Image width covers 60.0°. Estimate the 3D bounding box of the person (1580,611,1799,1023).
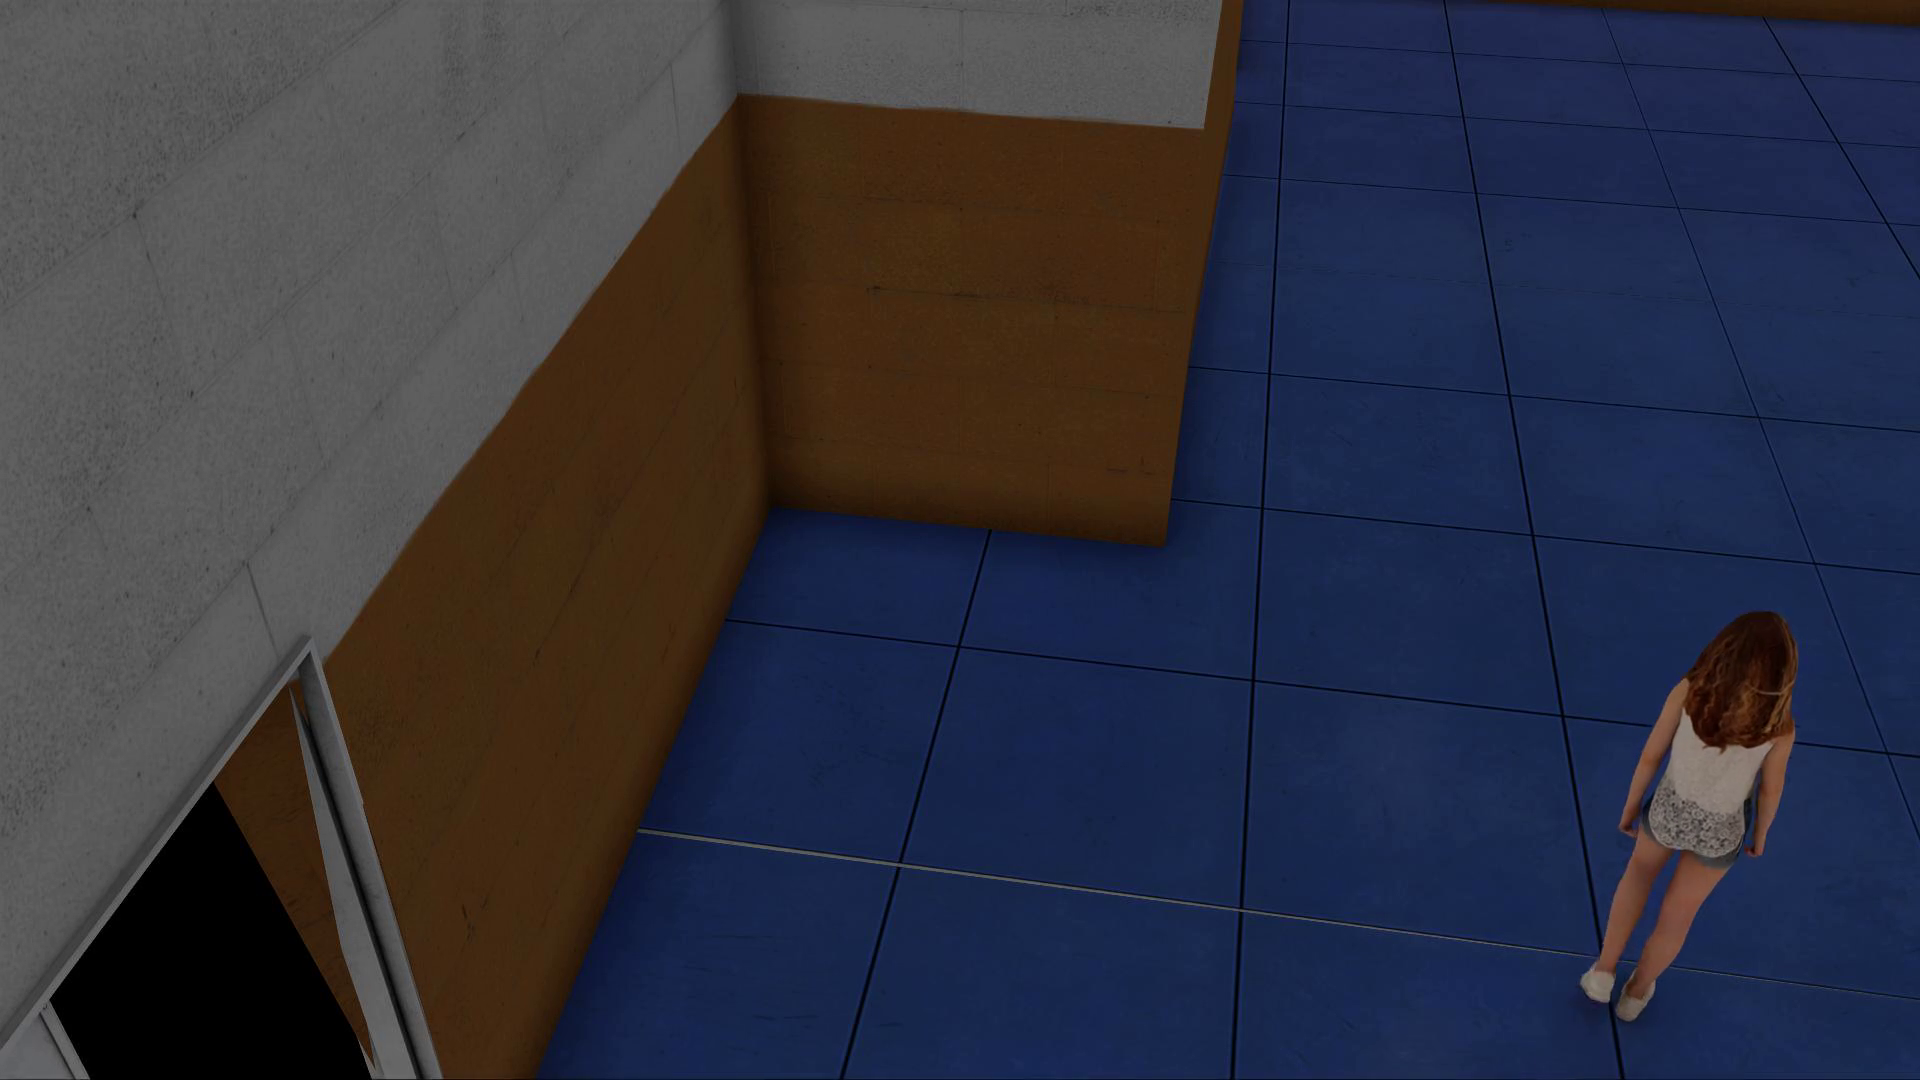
[{"bbox_3d":[2.375,1.009,5.449,0.722,1.751,0.784,25,43,29],"label":"person"}]
